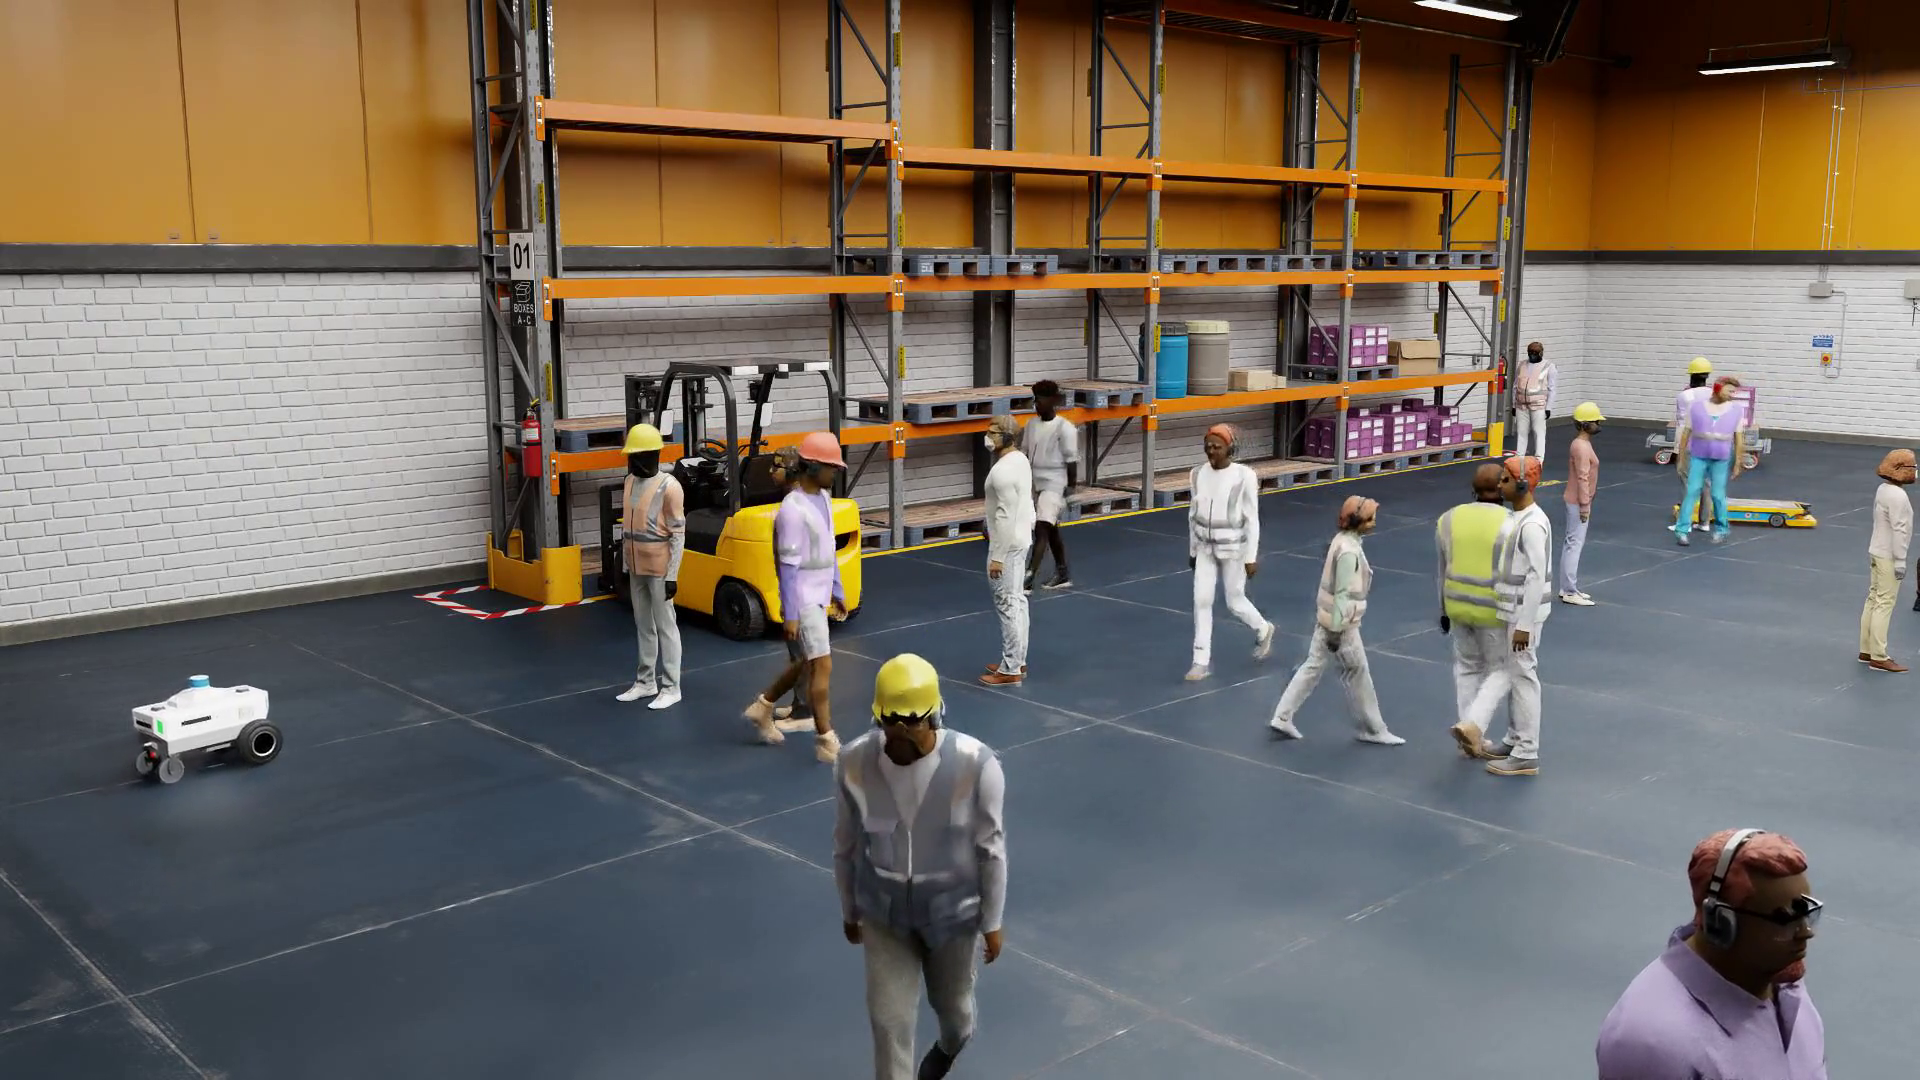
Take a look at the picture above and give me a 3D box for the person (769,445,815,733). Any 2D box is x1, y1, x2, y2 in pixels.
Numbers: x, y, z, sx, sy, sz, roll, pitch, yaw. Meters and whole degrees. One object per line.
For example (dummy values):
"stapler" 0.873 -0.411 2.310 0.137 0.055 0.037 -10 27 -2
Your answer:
"person" -1.064 0.307 10.653 0.345 1.847 0.506 0 10 0

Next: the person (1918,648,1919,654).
"person" 7.524 -0.040 12.114 0.642 2.000 0.906 -8 13 -41

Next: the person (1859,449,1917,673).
"person" 6.847 0.142 12.235 0.280 1.634 0.498 2 10 13

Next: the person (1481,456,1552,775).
"person" 3.283 0.439 9.766 0.337 1.882 0.584 2 10 11

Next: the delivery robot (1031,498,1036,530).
"delivery robot" 0.665 -0.264 17.494 0.707 0.478 0.477 -8 13 -40

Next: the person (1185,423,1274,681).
"person" 1.947 0.063 12.057 0.587 1.860 0.824 8 13 40

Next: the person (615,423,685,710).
"person" -2.088 0.174 11.191 0.585 1.928 0.366 8 13 41

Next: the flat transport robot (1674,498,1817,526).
"flat transport robot" 8.954 -0.332 18.995 1.431 0.197 0.652 4 10 20

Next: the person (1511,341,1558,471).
"person" 8.058 -1.874 23.440 0.626 1.842 0.429 9 13 43

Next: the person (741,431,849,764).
"person" -0.954 0.342 10.007 0.791 2.018 0.616 2 10 13

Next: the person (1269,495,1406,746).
"person" 2.331 0.497 10.294 0.833 1.591 0.573 1 10 7

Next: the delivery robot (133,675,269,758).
"delivery robot" -4.484 1.044 9.839 0.477 0.478 0.707 7 12 37

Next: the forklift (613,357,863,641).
"forklift" -1.847 -0.414 13.852 1.214 2.155 2.313 -9 13 -42

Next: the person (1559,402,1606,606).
"person" 5.440 -0.320 14.547 0.308 1.772 0.526 3 10 15

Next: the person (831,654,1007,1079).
"person" -0.125 1.196 5.647 0.605 1.787 0.840 1 10 7

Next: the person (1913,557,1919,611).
"person" 8.363 -0.317 14.047 0.376 1.934 0.547 -2 10 -10

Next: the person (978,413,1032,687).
"person" 0.326 0.070 11.762 0.358 1.939 0.636 2 10 13

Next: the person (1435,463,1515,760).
"person" 3.102 0.449 9.922 0.538 1.815 0.631 -9 13 -43

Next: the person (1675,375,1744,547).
"person" 7.871 -0.837 17.497 0.650 1.810 0.619 4 10 20

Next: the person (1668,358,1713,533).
"person" 8.075 -1.034 18.267 0.595 1.924 0.377 -2 10 -13

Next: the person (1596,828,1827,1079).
"person" 1.558 1.510 3.427 0.643 1.910 0.399 -8 13 -40

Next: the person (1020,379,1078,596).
"person" 0.676 -0.469 14.946 0.920 1.929 0.614 -6 12 -33
